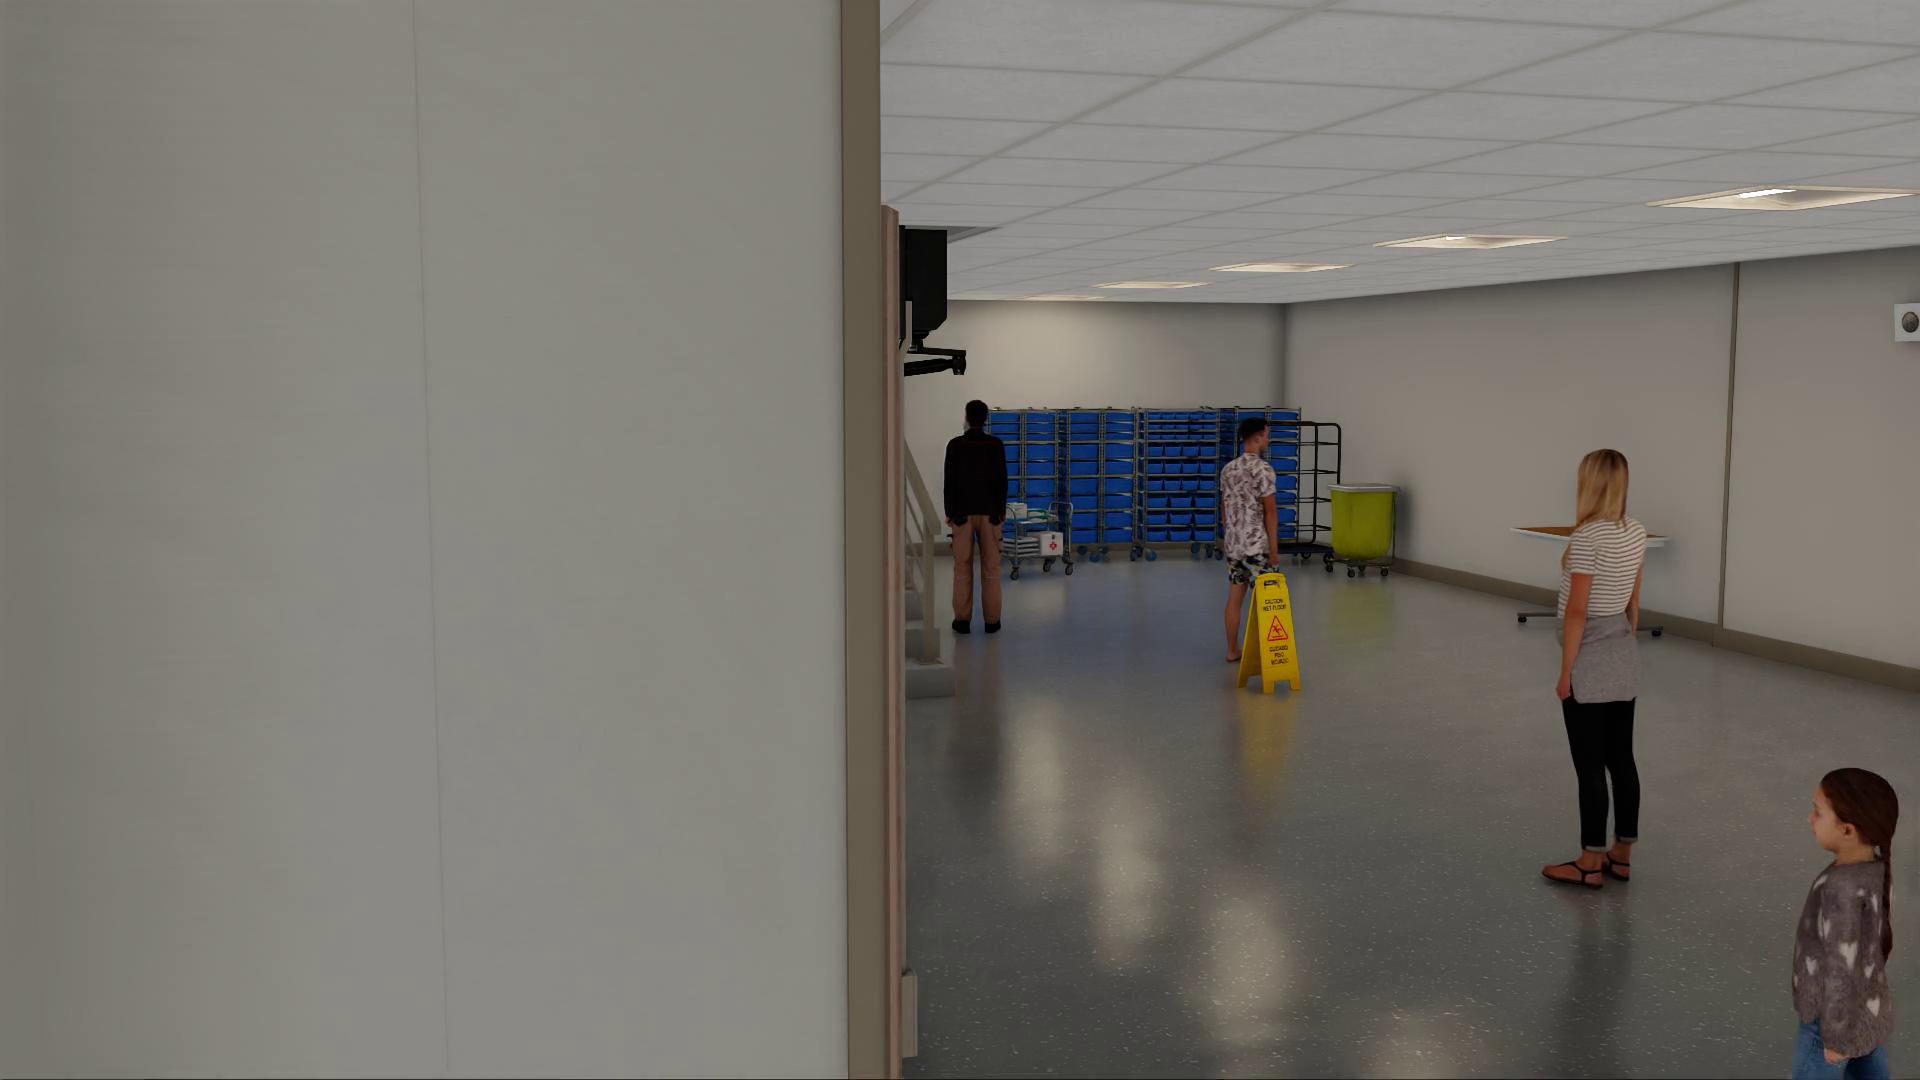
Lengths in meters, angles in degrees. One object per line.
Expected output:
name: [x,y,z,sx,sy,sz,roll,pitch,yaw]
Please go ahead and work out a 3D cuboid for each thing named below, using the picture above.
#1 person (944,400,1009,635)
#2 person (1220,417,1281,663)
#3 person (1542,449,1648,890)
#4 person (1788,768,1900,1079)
person: [0.128,-0.200,13.736,0.729,1.925,0.653,-1,6,-6]
person: [2.133,0.004,12.257,0.801,1.816,0.643,-4,7,-36]
person: [2.702,0.531,6.975,0.661,1.825,0.640,-4,7,-35]
person: [2.201,1.153,4.026,0.885,1.178,0.740,6,8,44]
